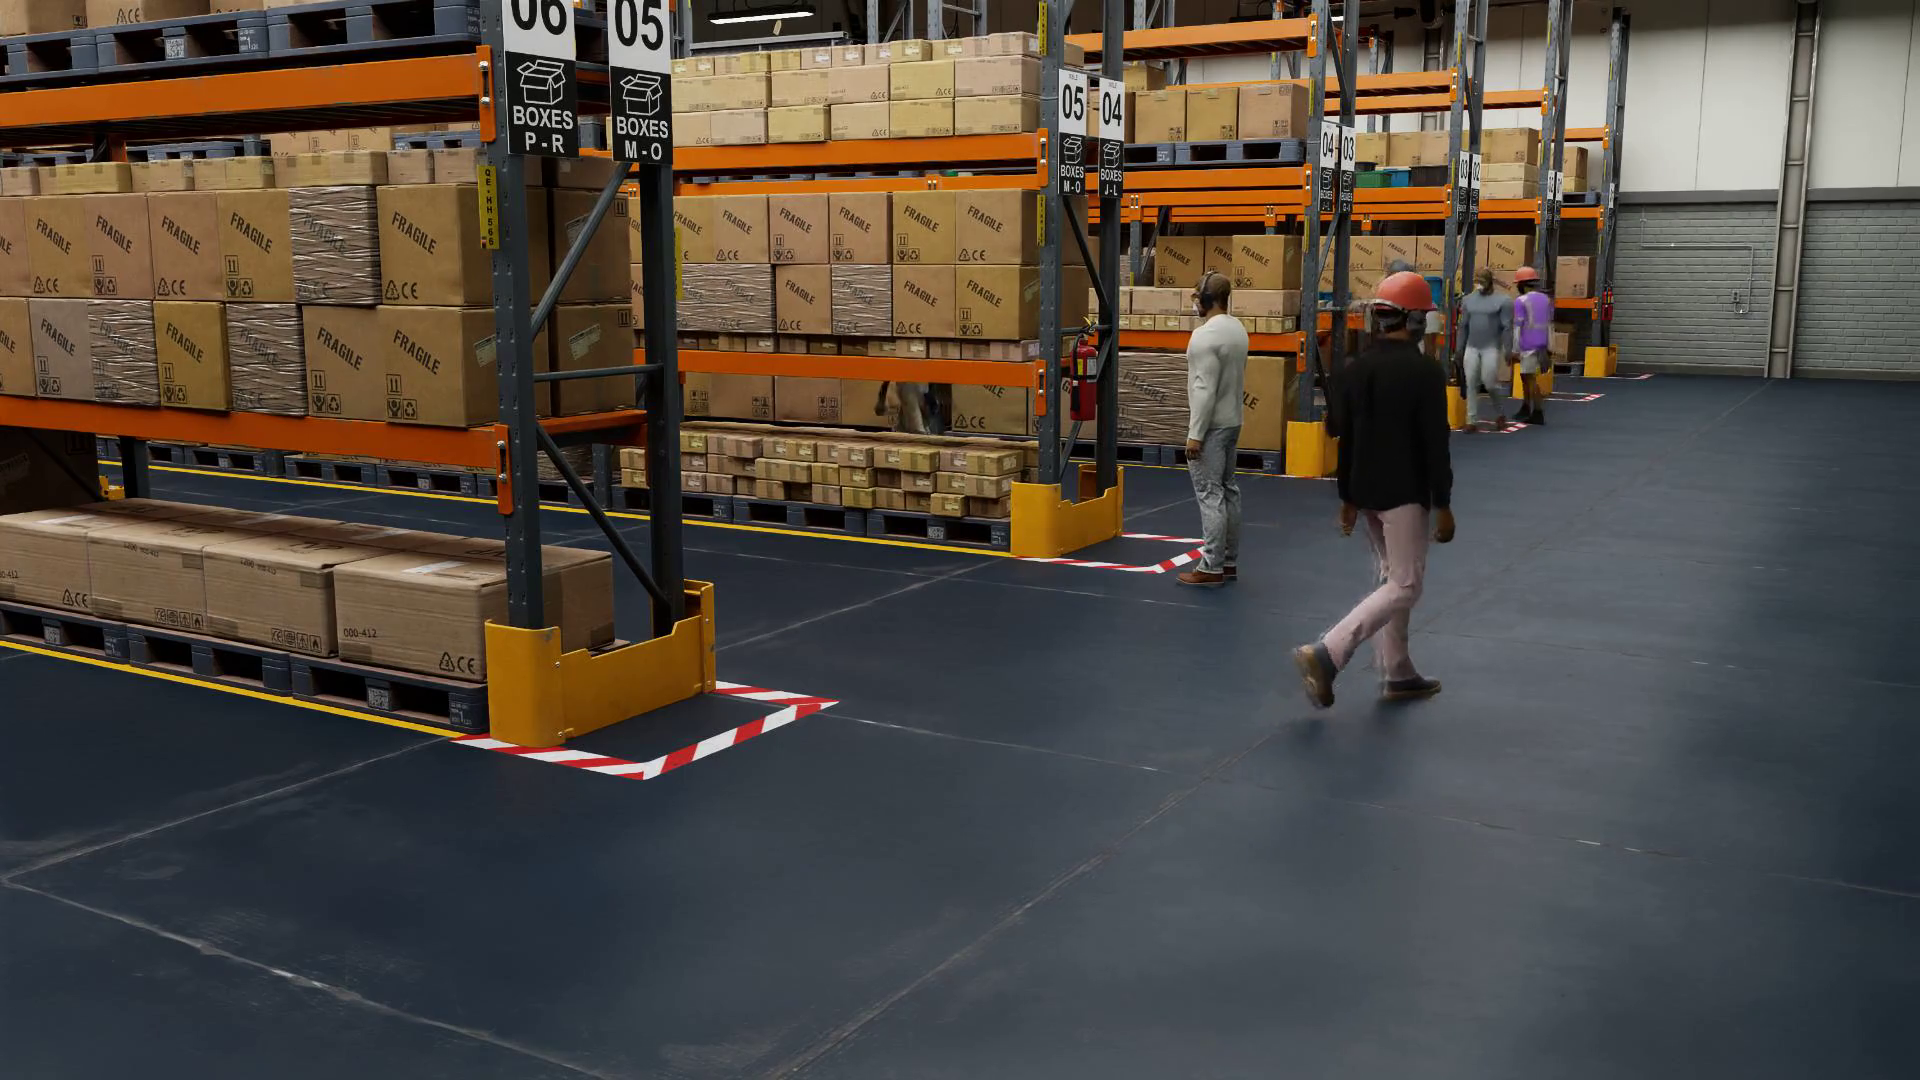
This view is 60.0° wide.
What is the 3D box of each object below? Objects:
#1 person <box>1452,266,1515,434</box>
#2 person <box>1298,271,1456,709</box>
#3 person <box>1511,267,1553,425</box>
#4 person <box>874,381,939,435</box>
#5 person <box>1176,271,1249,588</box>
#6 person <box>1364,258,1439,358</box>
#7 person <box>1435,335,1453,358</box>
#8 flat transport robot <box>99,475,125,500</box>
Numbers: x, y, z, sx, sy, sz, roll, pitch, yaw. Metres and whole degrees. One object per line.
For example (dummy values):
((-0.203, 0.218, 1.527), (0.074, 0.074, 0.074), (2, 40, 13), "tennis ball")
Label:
((5.977, -2.167, 19.034), (0.656, 1.913, 0.503), (9, 13, 44), "person")
((1.862, -0.204, 7.397), (0.818, 1.967, 0.617), (-4, 10, -22), "person")
((6.890, -2.363, 20.218), (0.566, 1.897, 0.734), (-6, 11, -31), "person")
((-0.443, -1.222, 13.813), (1.024, 1.816, 0.540), (5, 11, 28), "person")
((1.557, -0.675, 10.234), (0.356, 1.936, 0.638), (6, 11, 30), "person")
((4.060, -1.613, 15.427), (0.688, 2.000, 0.713), (6, 12, 33), "person")
((7.857, -3.485, 27.089), (0.873, 1.792, 0.621), (5, 11, 26), "person")
((-7.510, -0.375, 13.355), (0.652, 0.197, 1.431), (6, 11, 30), "flat transport robot")
